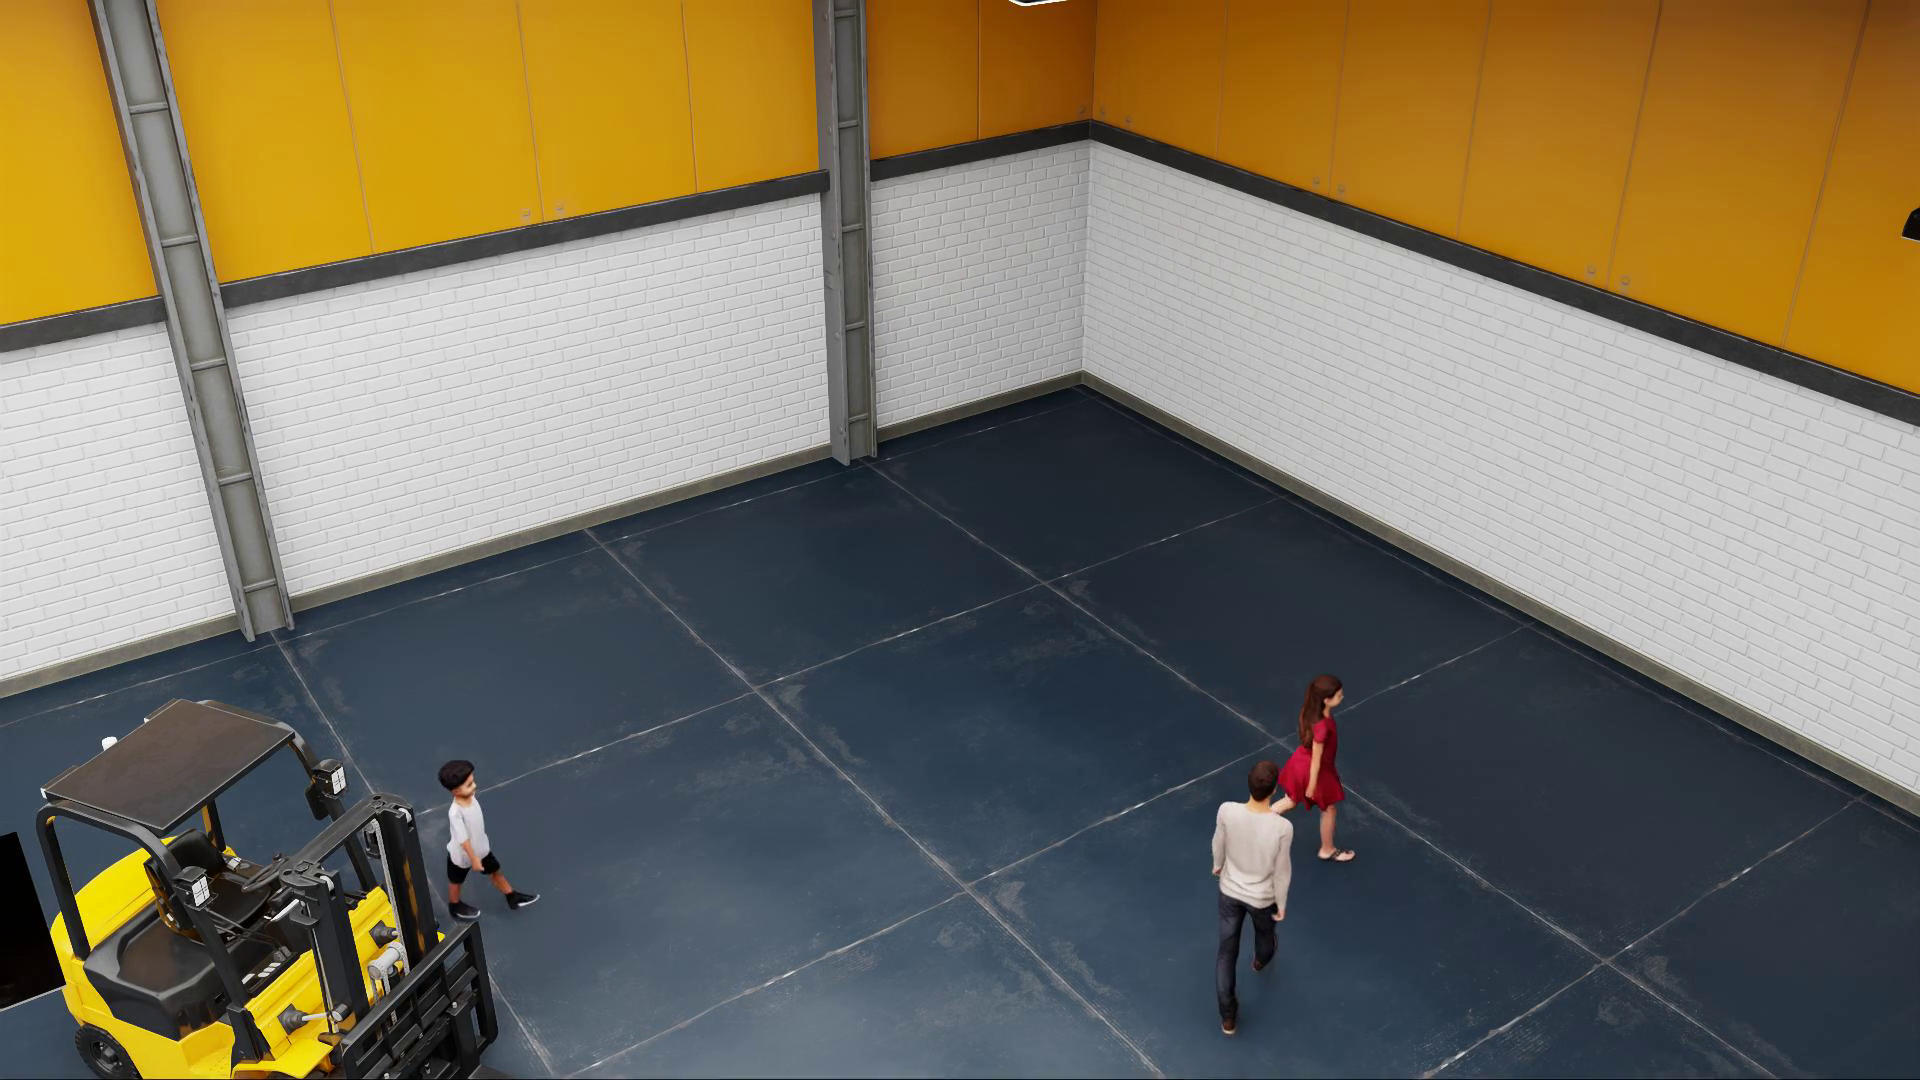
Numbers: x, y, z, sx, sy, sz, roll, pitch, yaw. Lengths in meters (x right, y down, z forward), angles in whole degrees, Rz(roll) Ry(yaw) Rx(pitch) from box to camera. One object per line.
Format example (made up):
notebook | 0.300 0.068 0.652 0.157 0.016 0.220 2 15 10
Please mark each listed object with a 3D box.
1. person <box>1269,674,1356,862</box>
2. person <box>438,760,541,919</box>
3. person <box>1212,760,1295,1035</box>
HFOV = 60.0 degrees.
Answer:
person | 2.339 1.565 11.396 1.078 1.530 0.895 -1 29 -2
person | -3.299 1.992 10.926 0.872 1.231 0.804 4 29 8
person | 1.699 2.177 9.964 1.027 1.830 1.192 11 30 19
